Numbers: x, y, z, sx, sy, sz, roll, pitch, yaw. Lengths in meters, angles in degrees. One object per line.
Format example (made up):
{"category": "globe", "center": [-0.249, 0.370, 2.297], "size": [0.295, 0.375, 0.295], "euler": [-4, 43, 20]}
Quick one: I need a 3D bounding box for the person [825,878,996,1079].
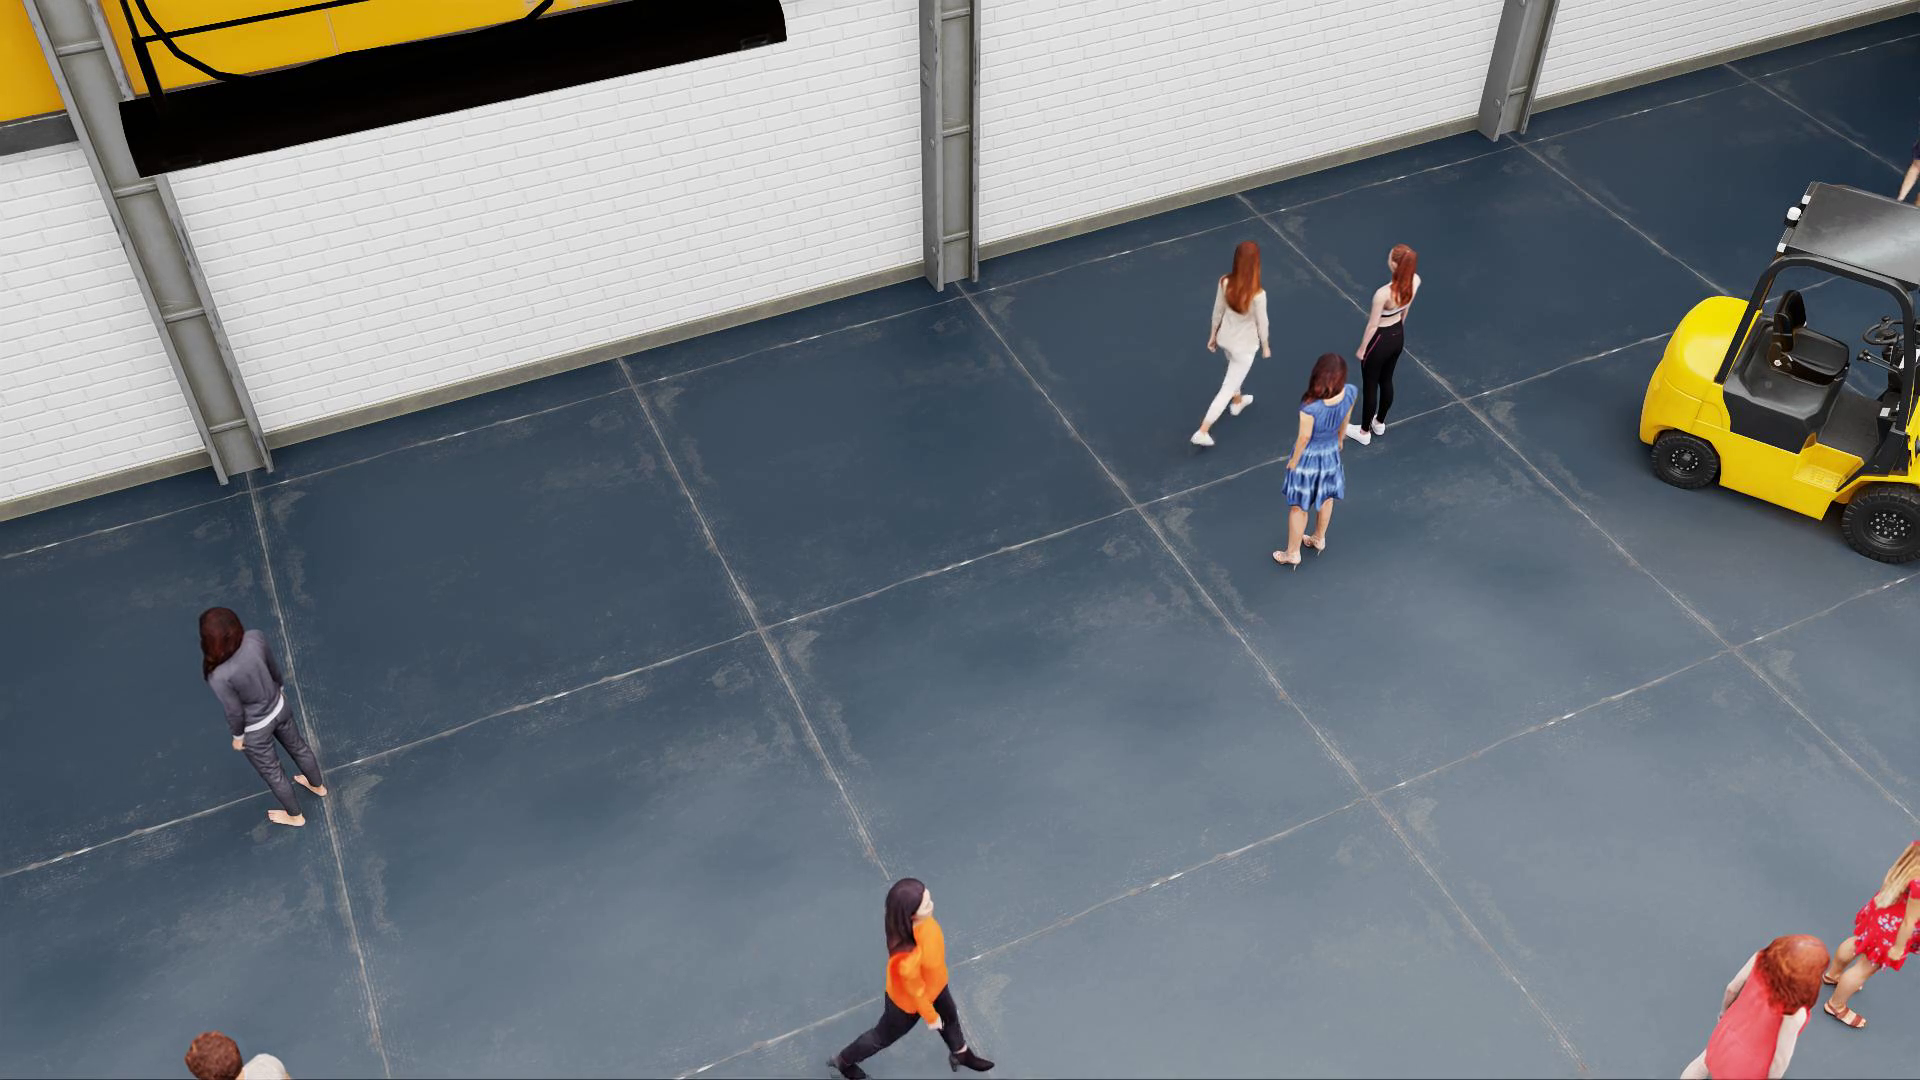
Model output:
{"category": "person", "center": [-0.341, 2.326, 8.549], "size": [1.224, 1.706, 1.007], "euler": [4, 44, 4]}

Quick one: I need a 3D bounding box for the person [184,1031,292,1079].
{"category": "person", "center": [-3.243, 2.881, 7.828], "size": [0.801, 1.898, 0.699], "euler": [22, 48, 21]}

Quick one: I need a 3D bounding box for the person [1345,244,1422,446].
{"category": "person", "center": [3.198, -1.475, 12.514], "size": [0.519, 1.741, 0.682], "euler": [-26, 49, -25]}

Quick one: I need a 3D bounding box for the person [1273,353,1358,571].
{"category": "person", "center": [2.447, -0.541, 11.487], "size": [0.551, 1.805, 0.752], "euler": [-24, 49, -23]}

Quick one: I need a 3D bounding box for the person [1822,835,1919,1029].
{"category": "person", "center": [5.009, 2.031, 8.941], "size": [0.720, 1.592, 0.658], "euler": [15, 46, 15]}

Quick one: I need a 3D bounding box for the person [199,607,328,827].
{"category": "person", "center": [-4.143, 1.032, 9.863], "size": [0.739, 1.767, 0.679], "euler": [14, 45, 14]}

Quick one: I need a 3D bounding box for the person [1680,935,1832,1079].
{"category": "person", "center": [3.894, 2.515, 8.264], "size": [0.603, 1.826, 0.655], "euler": [-6, 44, -7]}

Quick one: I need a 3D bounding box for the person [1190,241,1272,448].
{"category": "person", "center": [2.040, -1.439, 12.515], "size": [1.152, 1.687, 0.803], "euler": [-31, 52, -29]}
